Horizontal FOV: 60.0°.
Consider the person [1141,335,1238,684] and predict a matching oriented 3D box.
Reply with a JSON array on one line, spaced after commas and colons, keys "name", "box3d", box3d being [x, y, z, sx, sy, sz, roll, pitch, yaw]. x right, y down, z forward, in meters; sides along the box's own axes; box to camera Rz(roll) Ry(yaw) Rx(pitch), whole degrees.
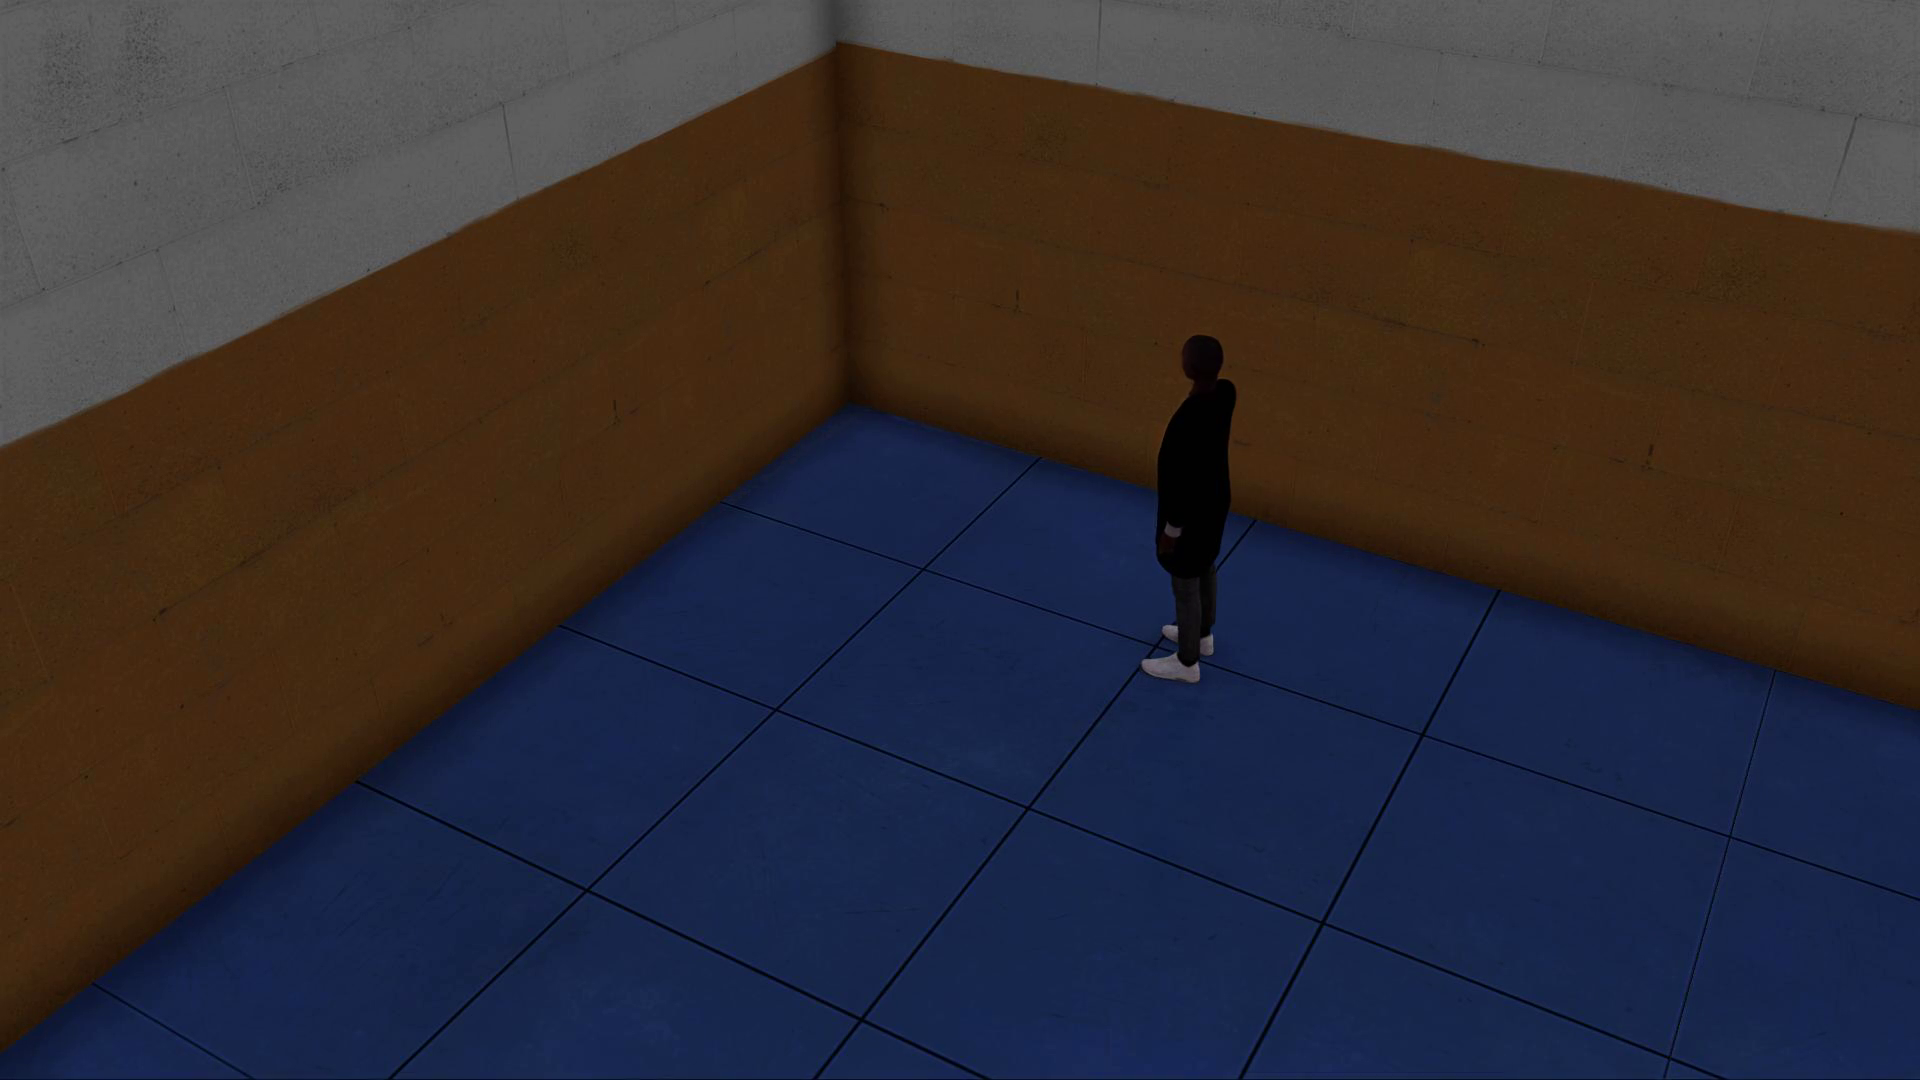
[{"name": "person", "box3d": [1.085, -0.137, 7.571, 0.694, 1.762, 0.479, 18, 37, 24]}]
